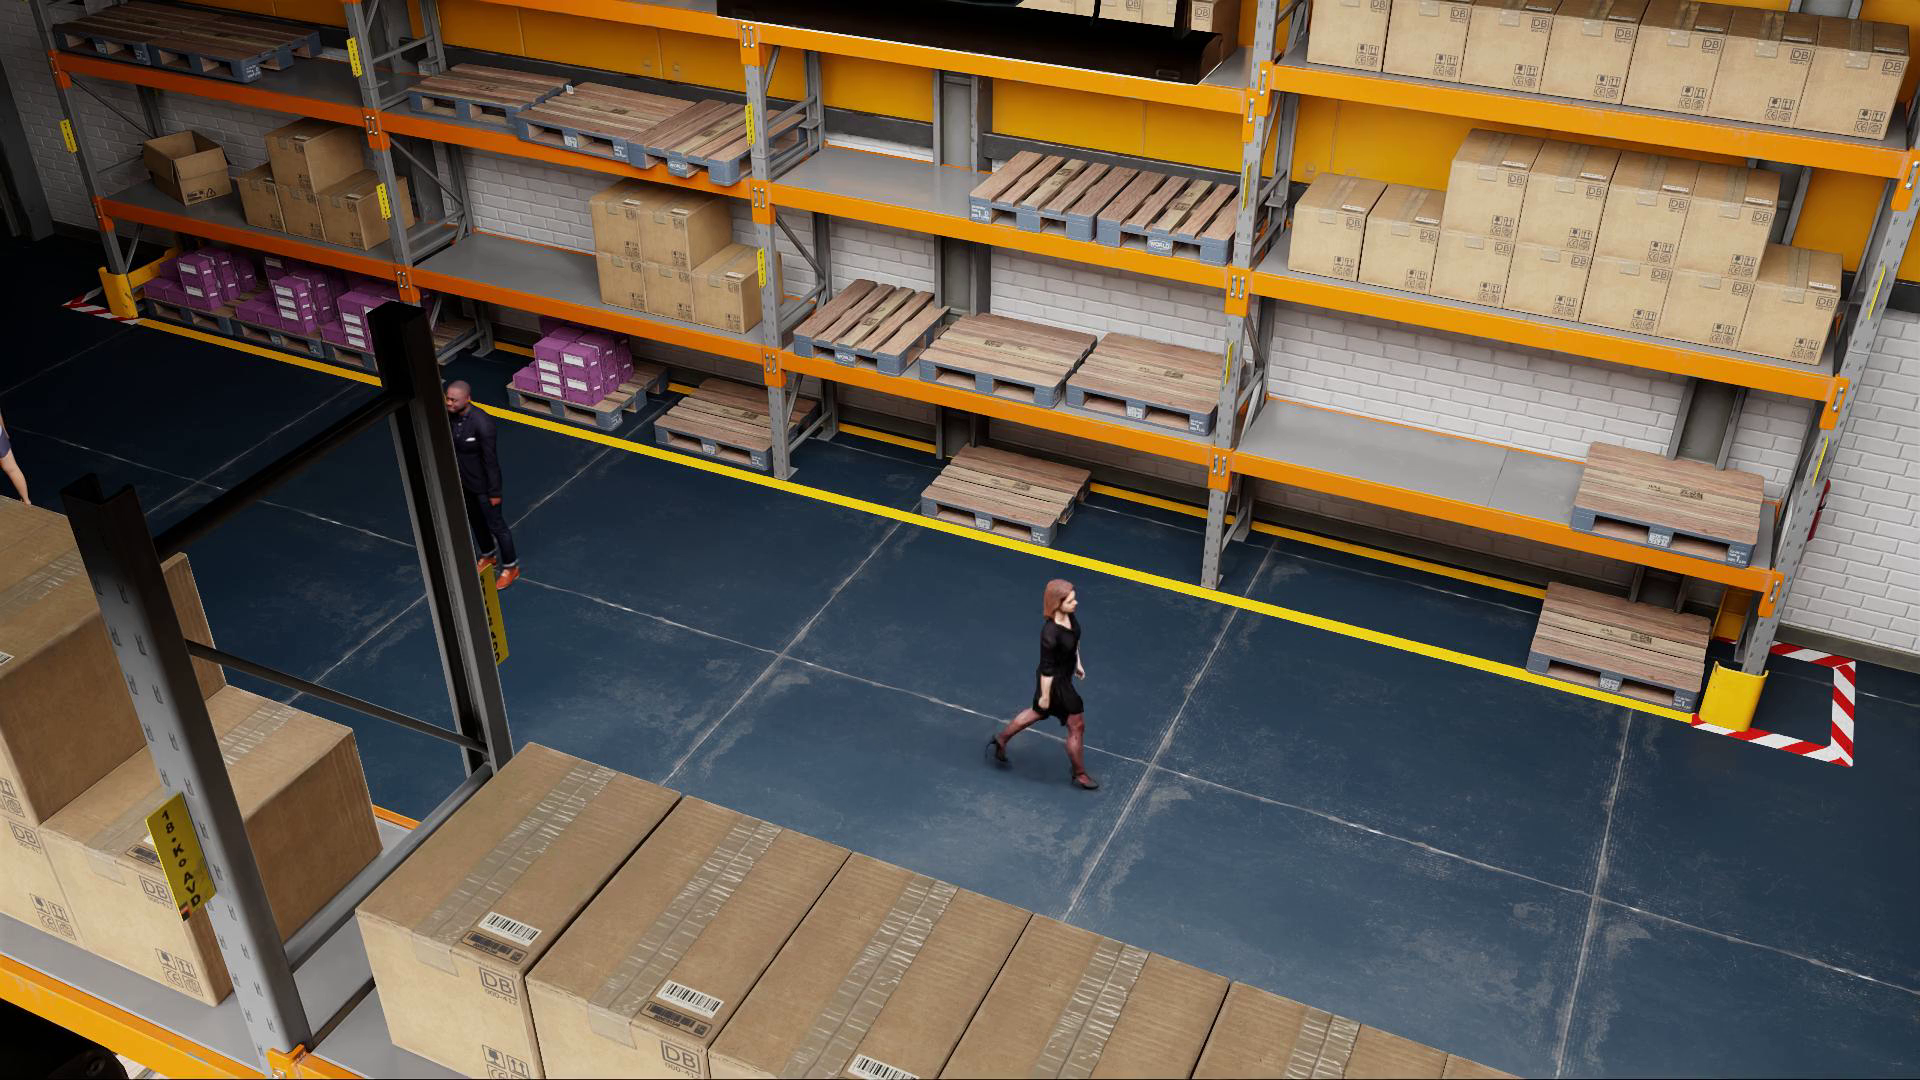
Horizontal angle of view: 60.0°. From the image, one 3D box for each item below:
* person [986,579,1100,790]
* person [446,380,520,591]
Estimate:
[{"bbox_3d":[0.560,0.948,11.148,1.088,1.671,0.730,7,34,10],"label":"person"},{"bbox_3d":[-3.801,-0.465,13.142,0.585,1.817,0.787,21,39,28],"label":"person"}]
